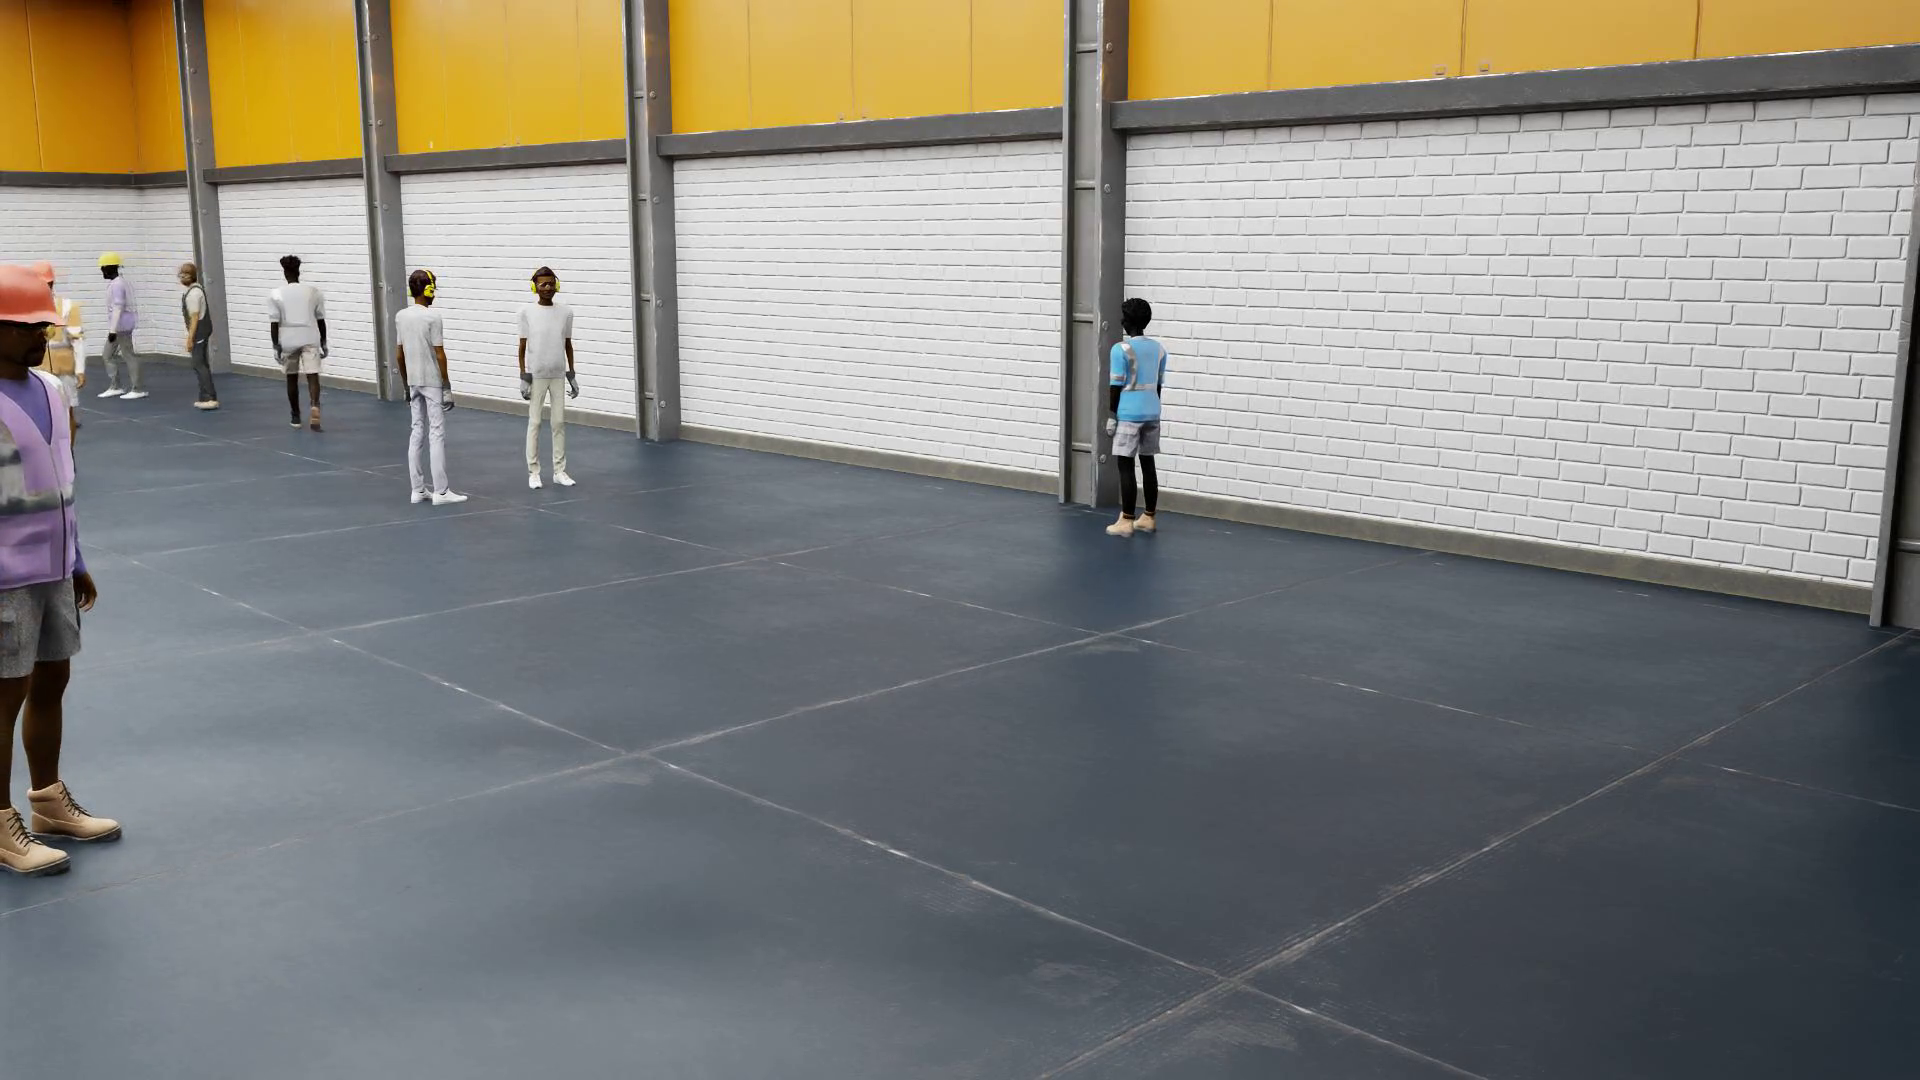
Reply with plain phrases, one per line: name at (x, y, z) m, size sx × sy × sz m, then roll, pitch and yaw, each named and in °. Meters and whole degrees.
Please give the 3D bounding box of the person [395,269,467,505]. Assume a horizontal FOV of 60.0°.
person at (-4.229, -1.210, 13.232) m, size 0.507 × 1.865 × 0.329 m, roll 5°, pitch 12°, yaw 27°

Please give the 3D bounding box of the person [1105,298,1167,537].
person at (1.252, -0.871, 11.846) m, size 0.533 × 1.693 × 0.319 m, roll -10°, pitch 14°, yaw -42°

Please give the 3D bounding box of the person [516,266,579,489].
person at (-3.487, -1.372, 14.122) m, size 0.521 × 1.862 × 0.335 m, roll -7°, pitch 12°, yaw -32°

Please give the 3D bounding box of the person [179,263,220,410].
person at (-9.361, -2.494, 20.415) m, size 0.336 × 1.805 × 0.649 m, roll -4°, pitch 11°, yaw -21°

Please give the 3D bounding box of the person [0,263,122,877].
person at (-3.128, 0.097, 5.614) m, size 0.395 × 2.038 × 0.615 m, roll 1°, pitch 10°, yaw 5°

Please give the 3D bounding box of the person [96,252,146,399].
person at (-10.994, -2.768, 21.568) m, size 0.712 × 1.905 × 0.600 m, roll -6°, pitch 12°, yaw -28°

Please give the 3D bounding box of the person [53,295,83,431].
person at (-9.772, -2.003, 17.758) m, size 0.465 × 1.788 × 0.624 m, roll 6°, pitch 12°, yaw 28°

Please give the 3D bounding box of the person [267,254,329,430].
person at (-7.278, -2.180, 18.331) m, size 0.608 × 1.936 × 0.875 m, roll -4°, pitch 11°, yaw -23°

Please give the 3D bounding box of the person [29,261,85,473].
person at (-7.997, -1.485, 14.628) m, size 0.551 × 1.896 × 0.879 m, roll -5°, pitch 11°, yaw -24°
